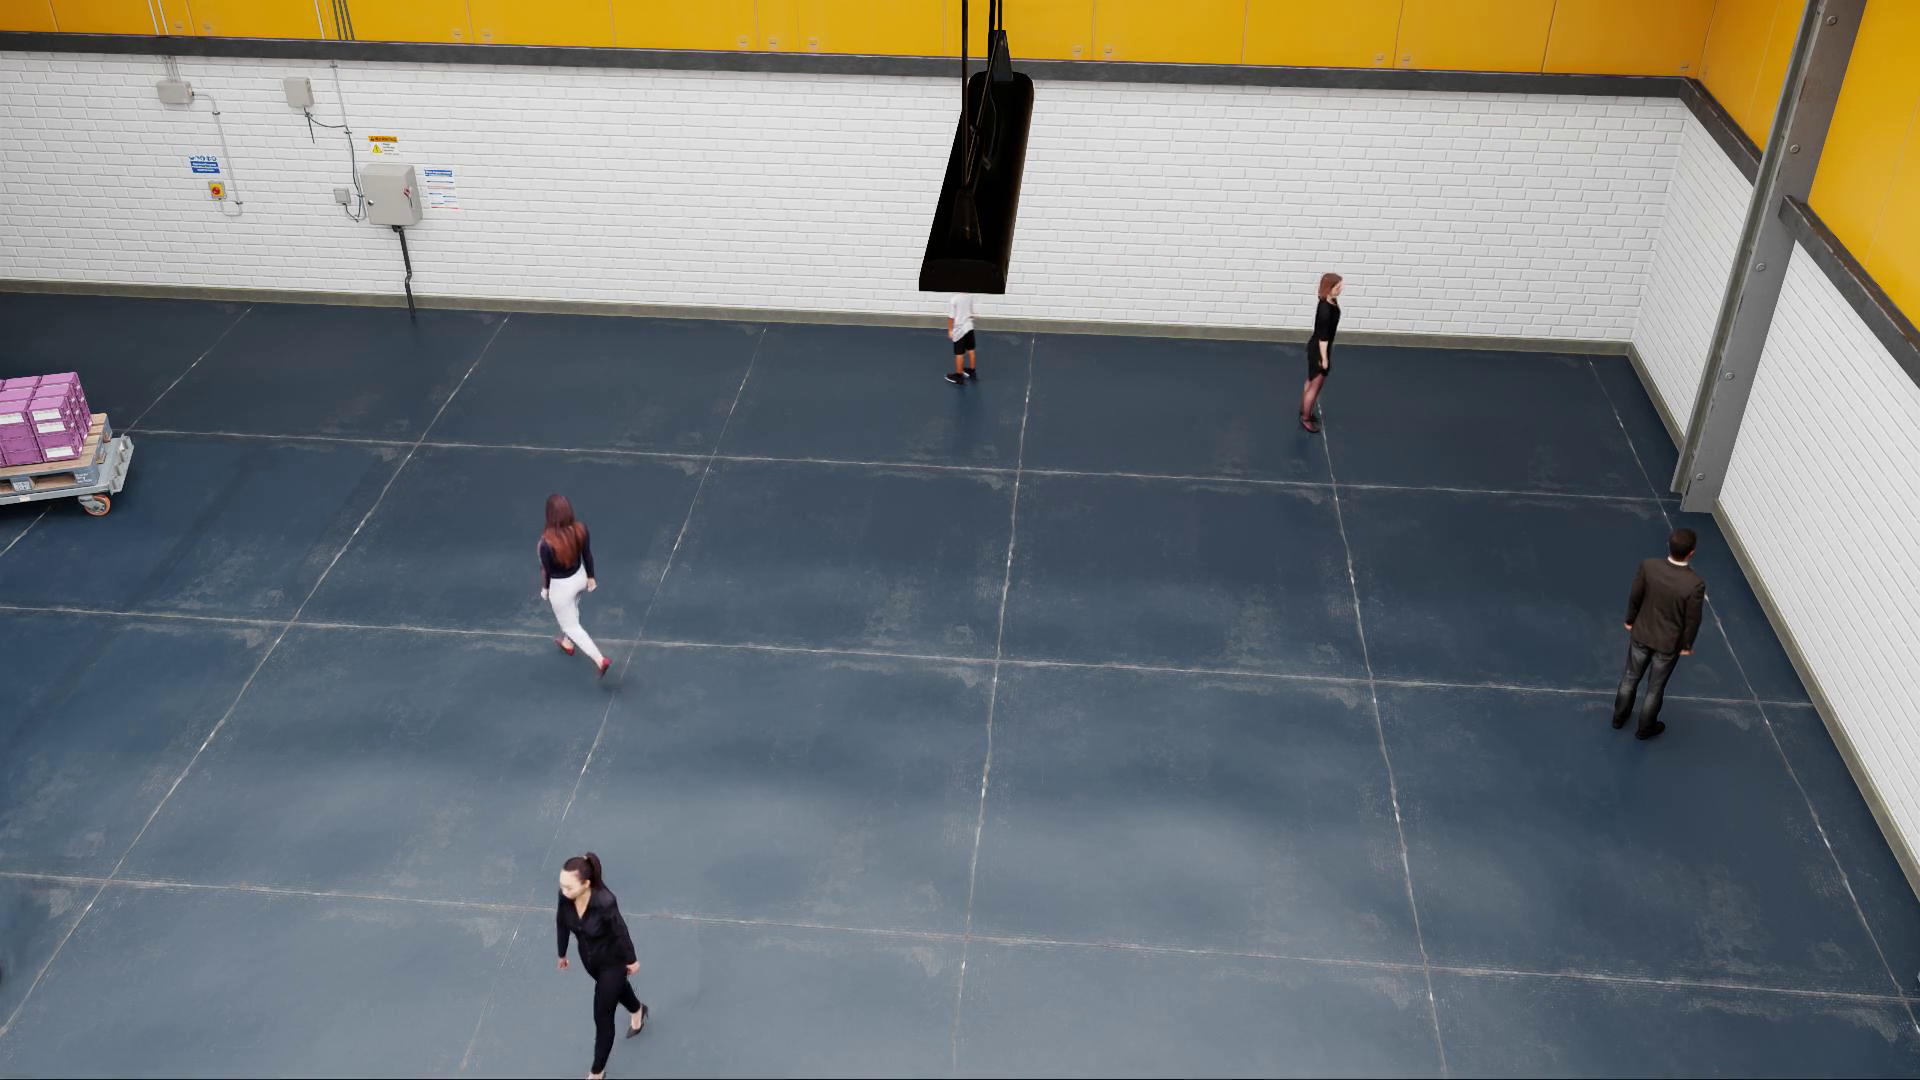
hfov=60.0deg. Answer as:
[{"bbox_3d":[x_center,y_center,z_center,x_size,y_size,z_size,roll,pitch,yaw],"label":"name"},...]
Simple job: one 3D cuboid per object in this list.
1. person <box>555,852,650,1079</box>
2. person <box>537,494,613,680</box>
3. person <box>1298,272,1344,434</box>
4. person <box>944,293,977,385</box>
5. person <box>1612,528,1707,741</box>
[{"bbox_3d":[-2.060,2.439,9.835,0.849,1.668,1.054,17,37,23],"label":"person"},{"bbox_3d":[-3.034,0.386,13.005,1.013,1.578,1.053,25,41,32],"label":"person"},{"bbox_3d":[3.520,-1.862,16.280,0.693,1.698,0.495,4,34,7],"label":"person"},{"bbox_3d":[0.028,-2.227,17.231,0.560,1.253,0.624,-27,42,-34],"label":"person"},{"bbox_3d":[5.187,0.689,12.347,0.746,1.802,0.778,29,43,36],"label":"person"}]
